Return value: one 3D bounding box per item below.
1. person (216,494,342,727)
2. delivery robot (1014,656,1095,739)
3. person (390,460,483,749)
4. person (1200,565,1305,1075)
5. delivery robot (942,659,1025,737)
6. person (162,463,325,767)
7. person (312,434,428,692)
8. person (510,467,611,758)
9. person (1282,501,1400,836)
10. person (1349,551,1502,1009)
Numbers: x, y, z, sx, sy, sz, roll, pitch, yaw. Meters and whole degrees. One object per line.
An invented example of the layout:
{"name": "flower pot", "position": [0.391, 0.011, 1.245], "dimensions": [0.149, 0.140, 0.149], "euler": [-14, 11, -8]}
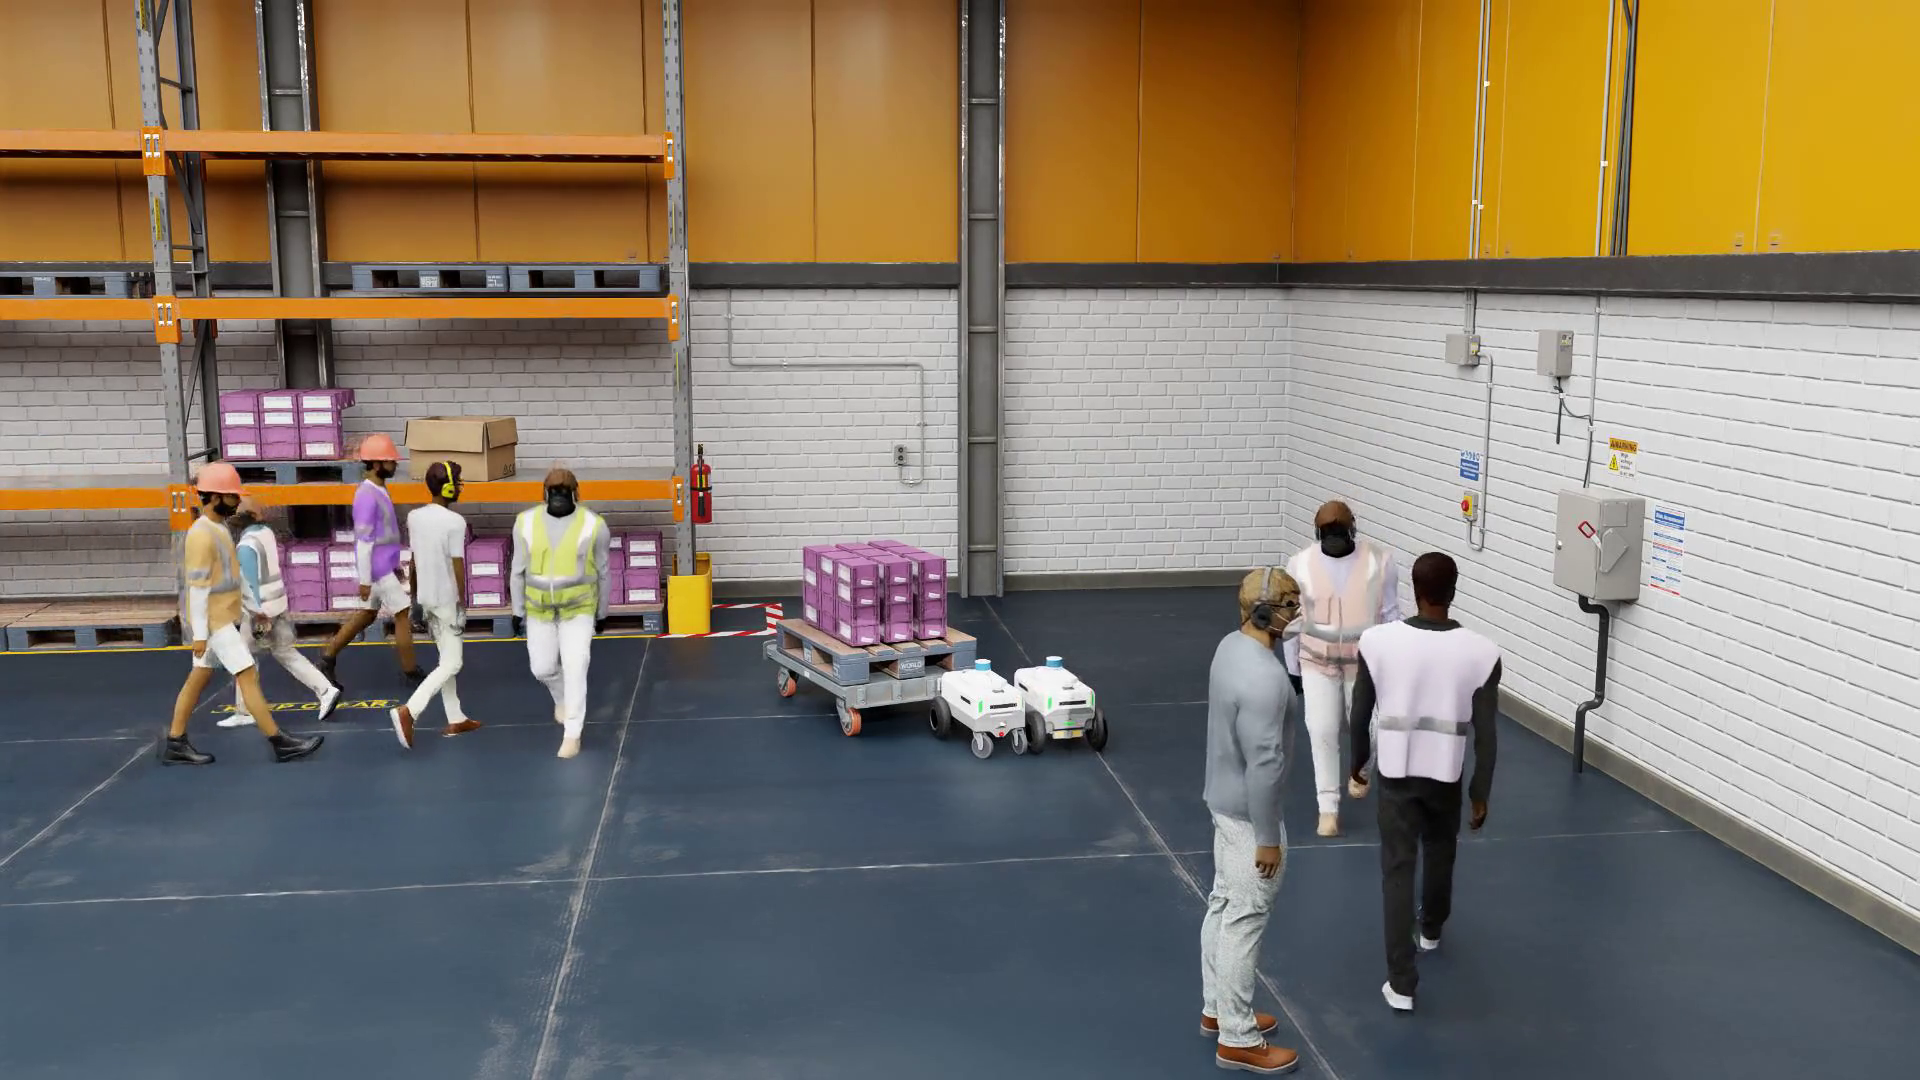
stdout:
{"name": "person", "position": [-4.573, 0.466, 11.082], "dimensions": [0.770, 1.597, 0.531], "euler": [-1, 9, -4]}
{"name": "delivery robot", "position": [0.604, 0.996, 10.737], "dimensions": [0.477, 0.478, 0.707], "euler": [-3, 9, -17]}
{"name": "person", "position": [-3.389, 0.415, 10.675], "dimensions": [0.513, 1.845, 0.765], "euler": [5, 10, 29]}
{"name": "person", "position": [1.113, 1.051, 6.386], "dimensions": [0.351, 1.936, 0.634], "euler": [0, 9, -2]}
{"name": "delivery robot", "position": [0.146, 1.009, 10.653], "dimensions": [0.477, 0.478, 0.707], "euler": [-3, 10, -21]}
{"name": "person", "position": [-4.489, 0.467, 10.209], "dimensions": [0.968, 1.883, 0.546], "euler": [-3, 10, -19]}
{"name": "person", "position": [-4.259, 0.182, 11.952], "dimensions": [0.945, 1.907, 0.544], "euler": [-3, 9, -16]}
{"name": "person", "position": [-2.532, 0.426, 10.646], "dimensions": [0.621, 1.825, 0.719], "euler": [0, 9, 1]}
{"name": "person", "position": [2.088, 0.672, 9.155], "dimensions": [0.650, 1.819, 0.675], "euler": [2, 9, 14]}
{"name": "person", "position": [1.966, 0.988, 7.094], "dimensions": [0.608, 1.879, 1.012], "euler": [2, 9, 10]}
